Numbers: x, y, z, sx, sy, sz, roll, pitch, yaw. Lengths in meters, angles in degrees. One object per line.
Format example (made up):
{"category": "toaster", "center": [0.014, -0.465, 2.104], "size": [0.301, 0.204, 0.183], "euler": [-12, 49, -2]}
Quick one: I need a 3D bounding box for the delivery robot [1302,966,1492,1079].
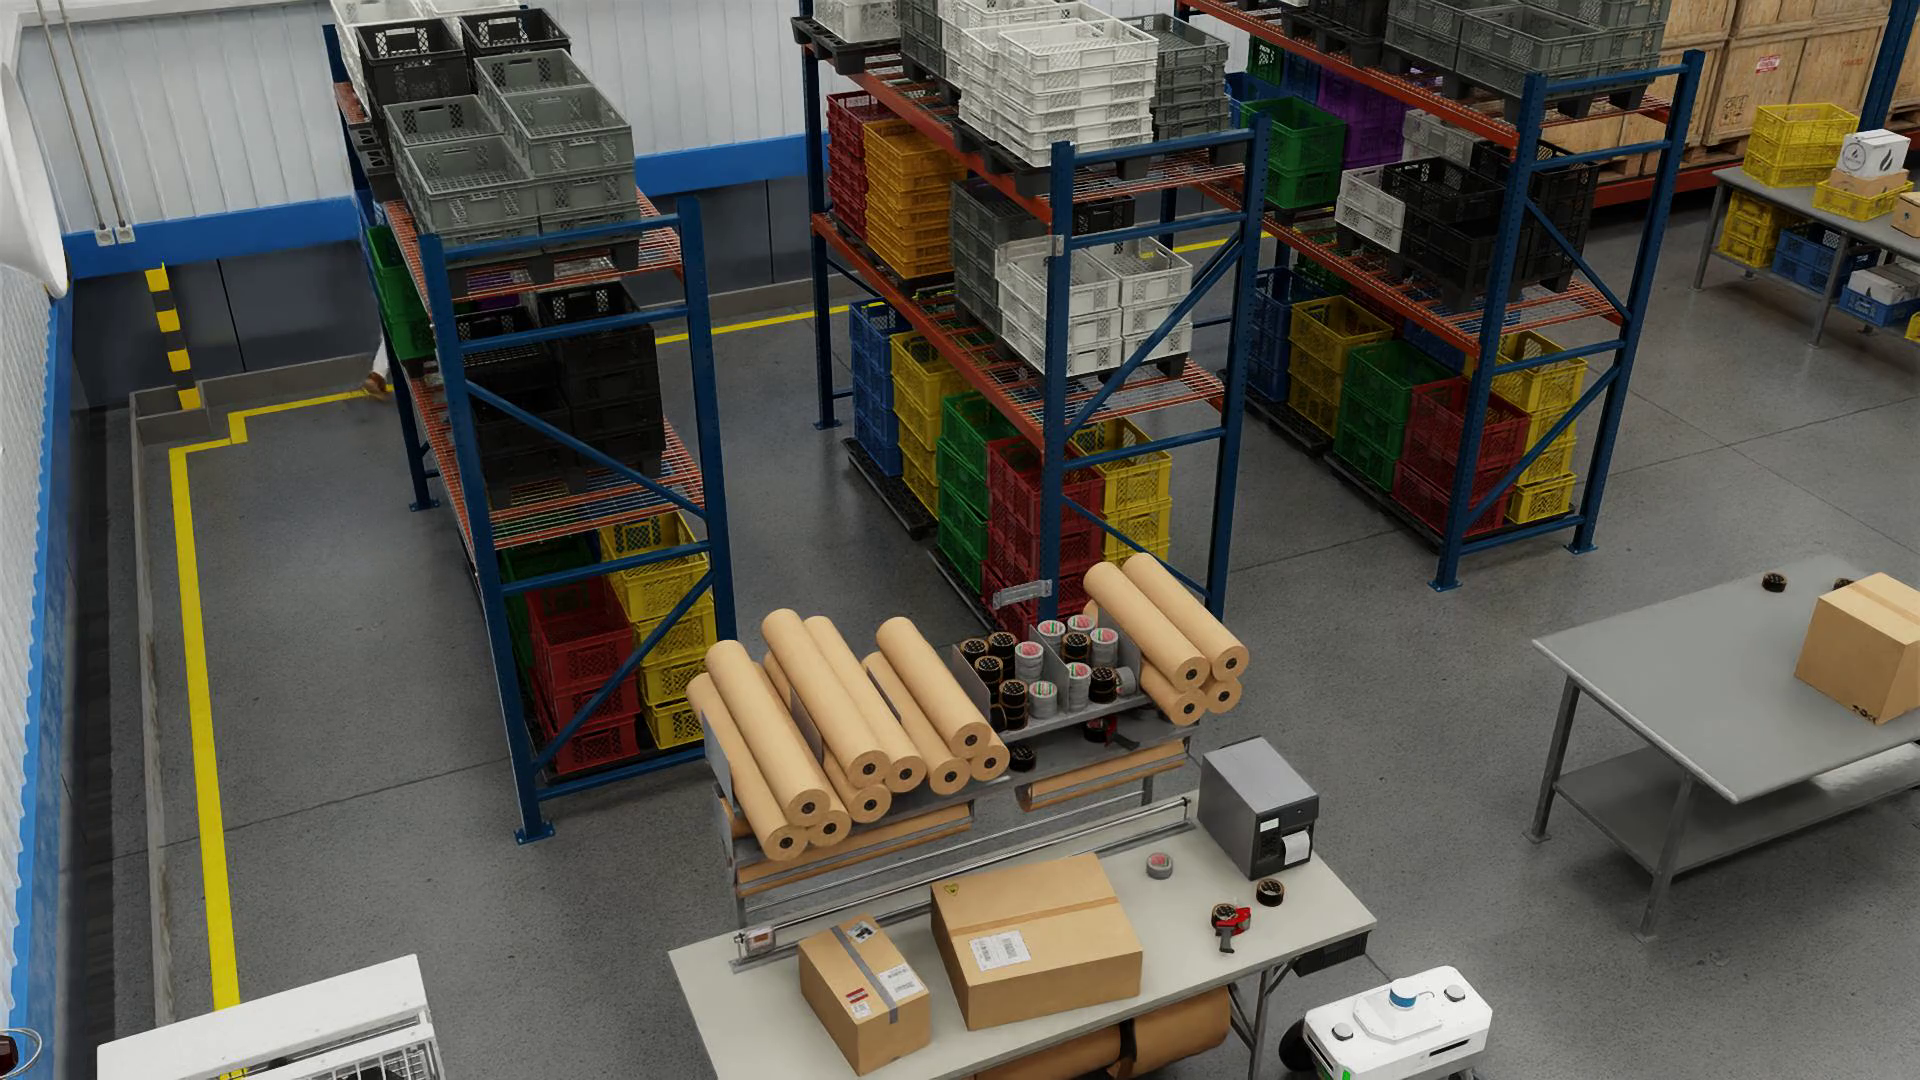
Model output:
{"category": "delivery robot", "center": [1.700, 1.915, 6.480], "size": [0.707, 0.478, 0.477], "euler": [-12, 34, -19]}

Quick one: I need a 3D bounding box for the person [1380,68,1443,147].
{"category": "person", "center": [3.659, -3.379, 13.863], "size": [0.371, 1.933, 0.626], "euler": [-24, 39, -34]}

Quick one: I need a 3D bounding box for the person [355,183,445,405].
{"category": "person", "center": [-3.830, -1.782, 11.335], "size": [0.590, 1.864, 0.706], "euler": [17, 35, 25]}
